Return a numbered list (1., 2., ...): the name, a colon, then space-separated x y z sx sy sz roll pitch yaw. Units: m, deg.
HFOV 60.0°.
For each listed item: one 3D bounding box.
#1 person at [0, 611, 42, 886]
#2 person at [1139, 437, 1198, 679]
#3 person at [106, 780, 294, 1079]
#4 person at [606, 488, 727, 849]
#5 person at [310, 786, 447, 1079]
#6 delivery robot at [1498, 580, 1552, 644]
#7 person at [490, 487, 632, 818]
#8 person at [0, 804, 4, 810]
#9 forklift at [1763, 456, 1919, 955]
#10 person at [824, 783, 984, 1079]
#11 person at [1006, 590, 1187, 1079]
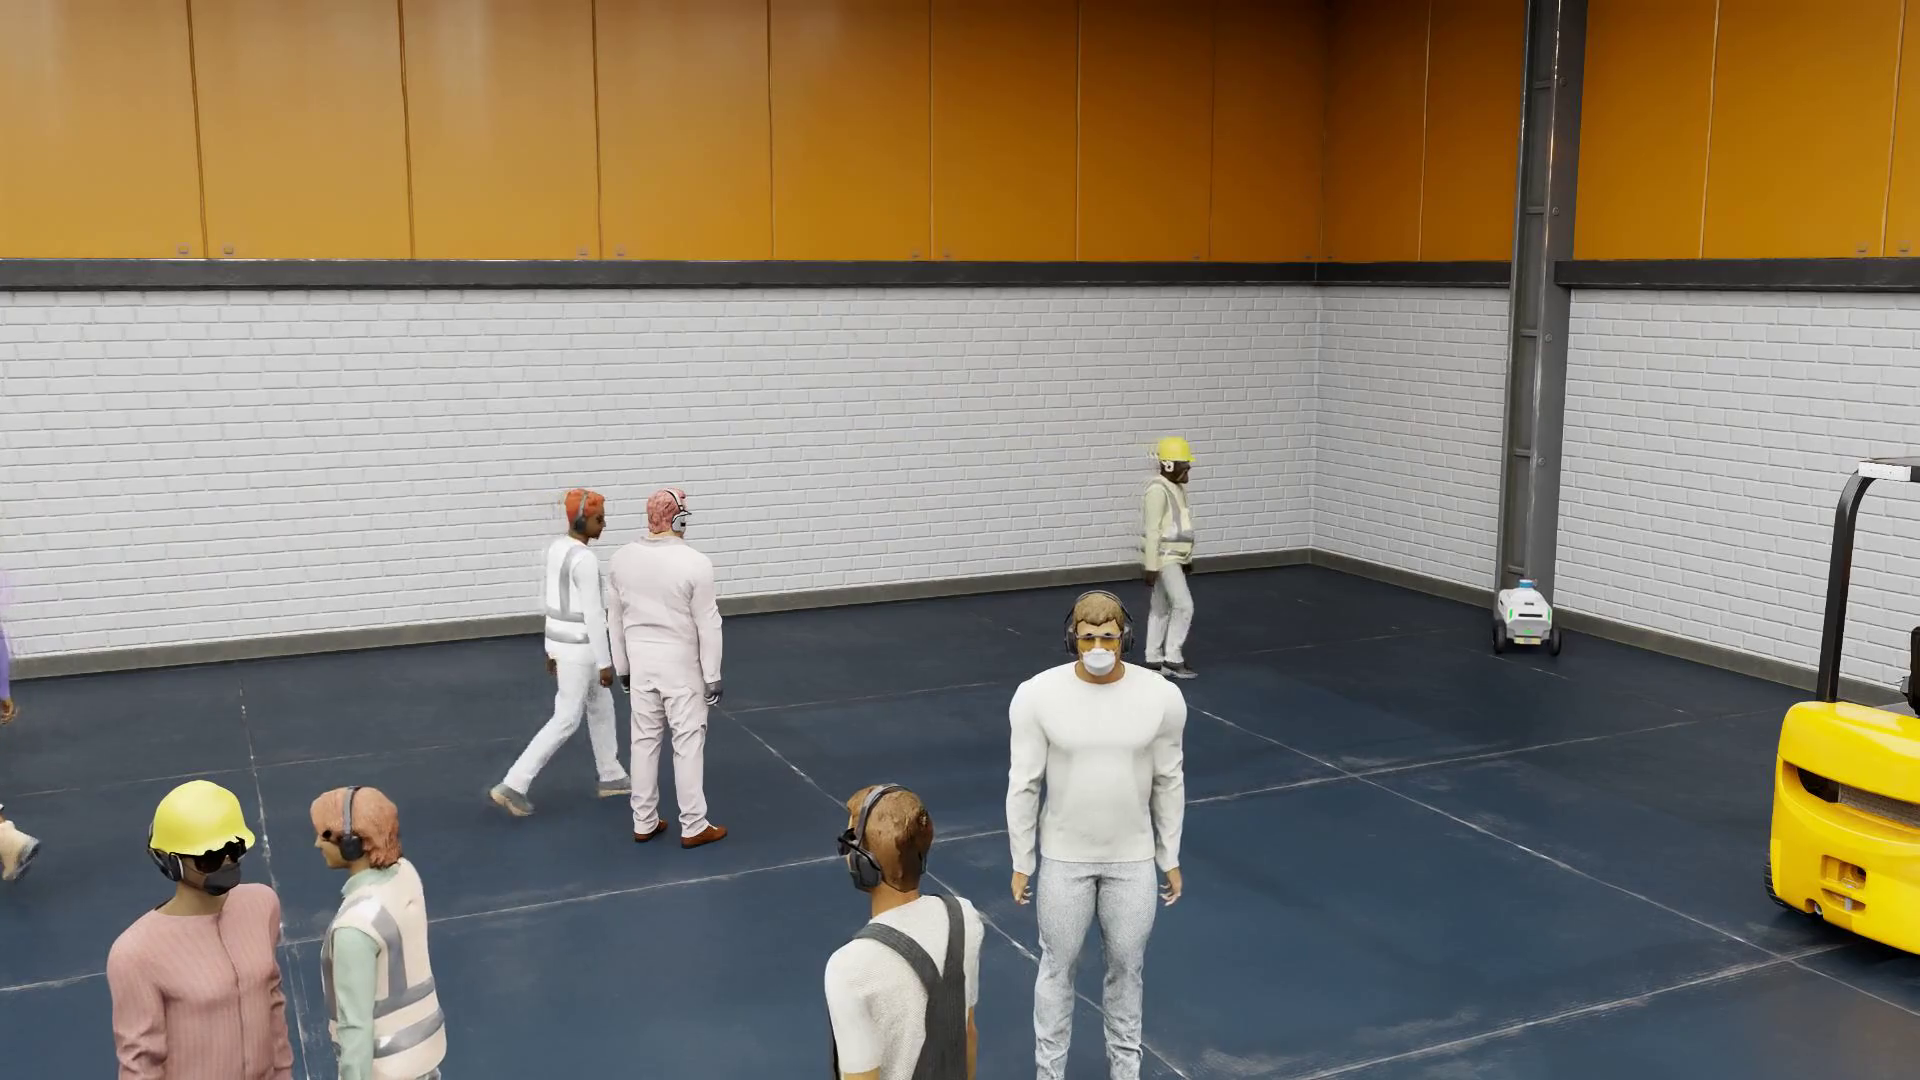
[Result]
1. person: -4.839 0.743 8.057 0.774 2.011 0.634 3 10 18
2. person: 1.634 0.142 12.378 0.585 1.812 0.628 3 10 20
3. person: -1.908 1.473 4.279 0.311 1.769 0.522 3 10 21
4. person: -1.531 0.673 8.812 0.651 1.906 0.402 4 10 22
5. person: -1.611 1.479 4.682 0.322 1.630 0.515 0 9 -1
6. delivery robot: 4.540 0.562 13.370 0.477 0.478 0.707 2 9 12
7. person: -2.209 0.619 9.320 0.934 1.848 0.579 -5 10 -28
8. person: -5.559 0.690 9.138 0.312 1.768 0.522 1 9 8
9. forklift: 4.857 0.731 7.561 2.313 2.155 1.214 -4 10 -25
10. person: -0.142 1.481 3.984 0.325 1.843 0.517 7 11 36
11. person: 0.482 1.127 5.891 0.638 1.938 0.357 0 9 -3
